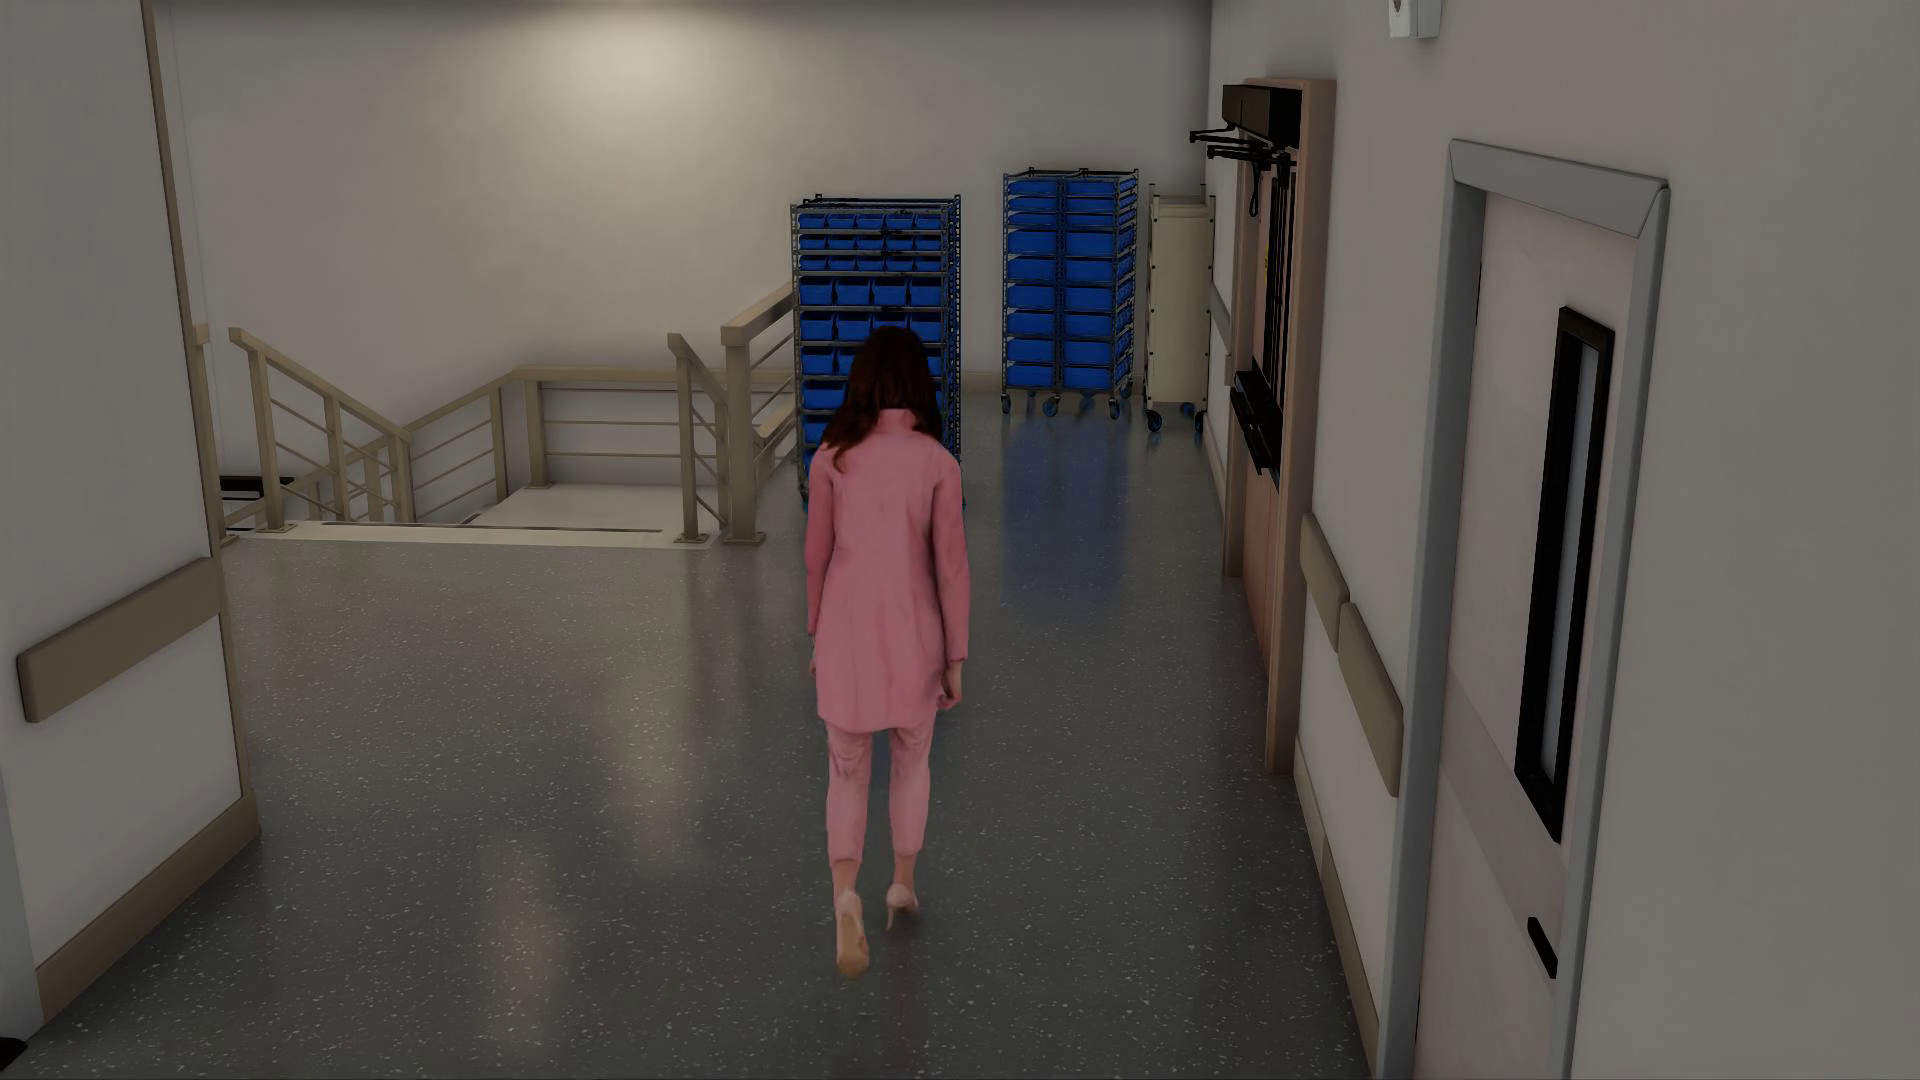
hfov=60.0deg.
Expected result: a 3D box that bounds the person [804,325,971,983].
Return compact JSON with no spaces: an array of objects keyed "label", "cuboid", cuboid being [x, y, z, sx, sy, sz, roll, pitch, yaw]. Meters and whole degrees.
[{"label":"person","cuboid":[-0.225,0.344,4.492,0.653,1.777,1.010,0,16,1]}]
